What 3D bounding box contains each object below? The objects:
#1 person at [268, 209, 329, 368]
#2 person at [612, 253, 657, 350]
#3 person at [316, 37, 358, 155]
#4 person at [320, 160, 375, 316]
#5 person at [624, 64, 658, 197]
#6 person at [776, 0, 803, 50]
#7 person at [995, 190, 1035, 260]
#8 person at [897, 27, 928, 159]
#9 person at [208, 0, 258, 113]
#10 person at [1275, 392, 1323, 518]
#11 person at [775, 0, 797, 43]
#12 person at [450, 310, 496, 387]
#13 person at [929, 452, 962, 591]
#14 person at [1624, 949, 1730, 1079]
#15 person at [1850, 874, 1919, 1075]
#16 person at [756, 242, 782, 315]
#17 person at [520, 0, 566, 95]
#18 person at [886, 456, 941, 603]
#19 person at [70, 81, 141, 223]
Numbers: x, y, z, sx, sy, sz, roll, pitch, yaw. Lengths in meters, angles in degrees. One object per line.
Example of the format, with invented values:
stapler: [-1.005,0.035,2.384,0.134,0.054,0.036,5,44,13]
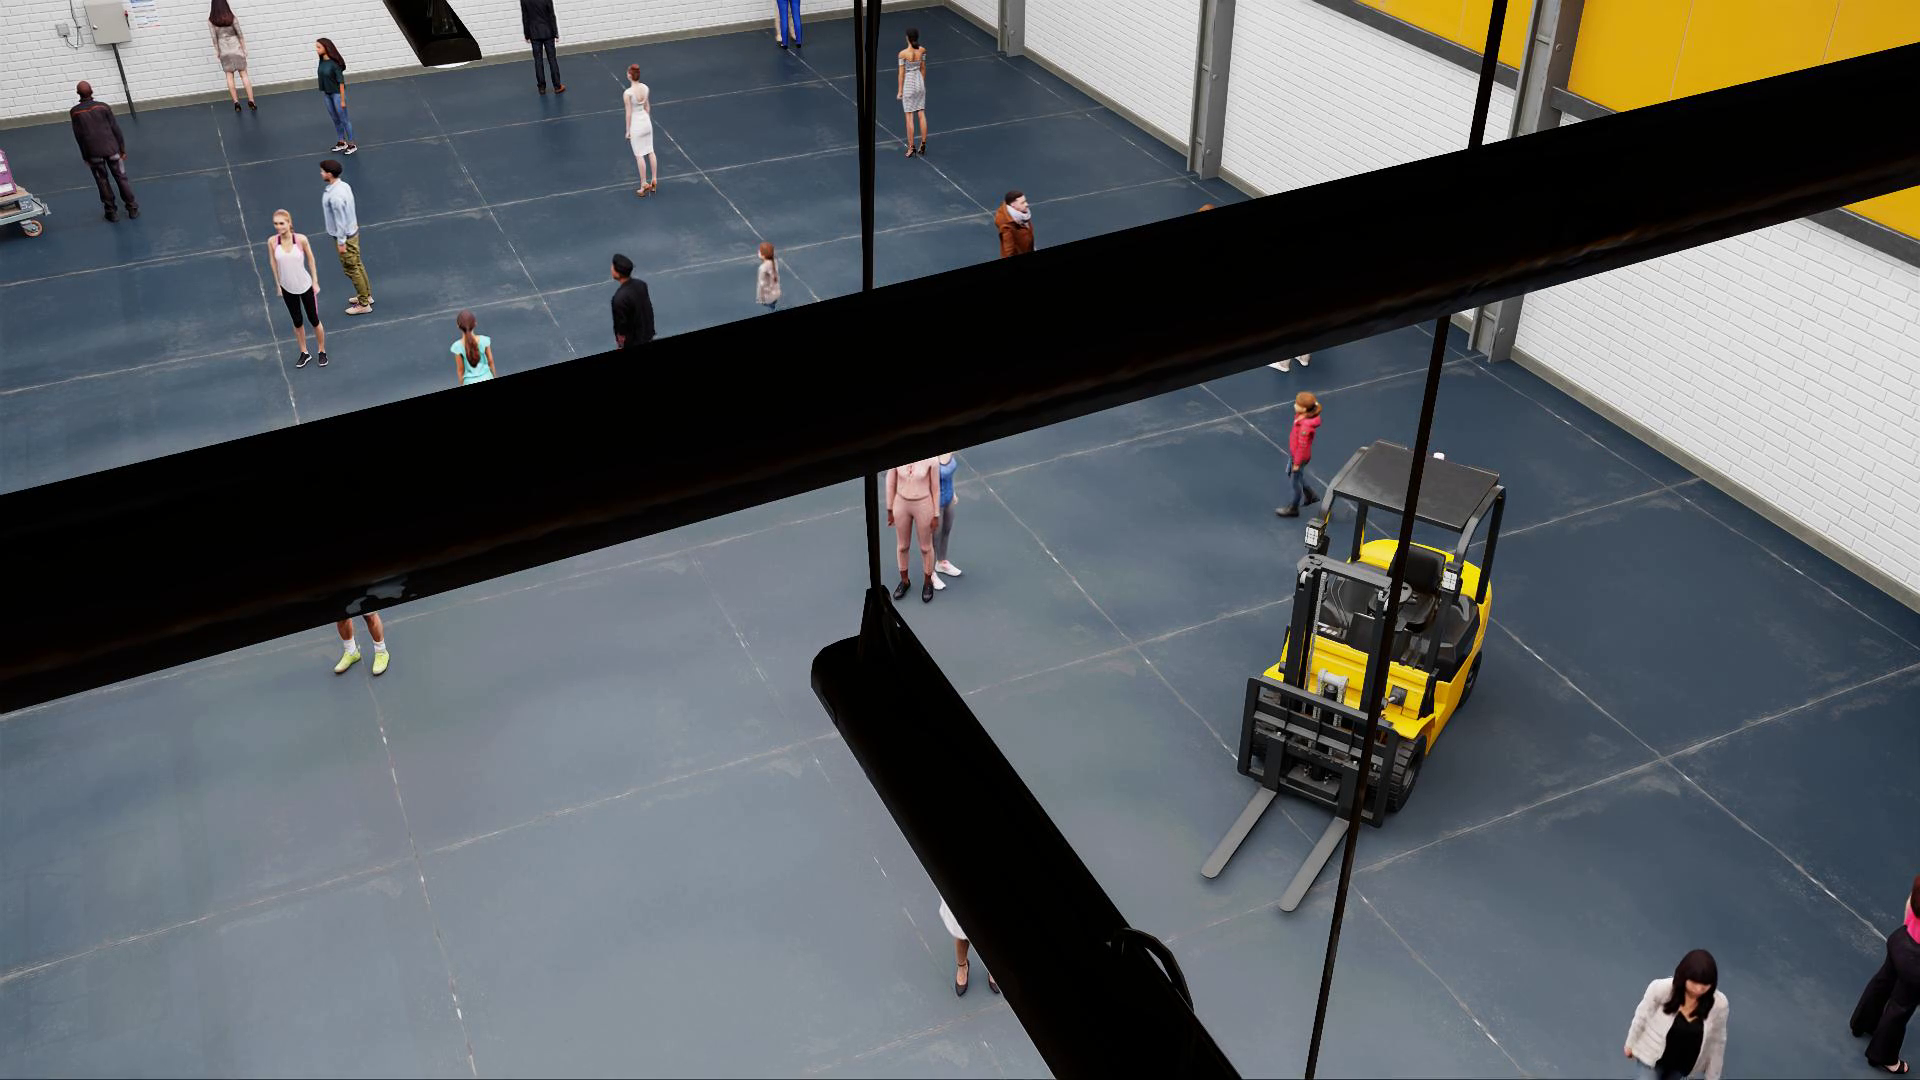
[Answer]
person: [-7.131,-2.724,17.926,0.666,1.787,0.631,-3,34,-4]
person: [-3.232,-2.050,16.899,0.939,1.800,0.881,13,36,18]
person: [-8.791,-6.261,23.400,0.684,1.617,0.768,20,39,27]
person: [-7.030,-3.480,19.041,0.801,1.811,0.615,-5,34,-7]
person: [-4.220,-5.424,21.982,0.611,1.792,0.629,25,41,32]
person: [-2.820,-8.968,27.396,0.647,1.701,0.587,-10,35,-14]
person: [0.592,-2.957,18.229,0.905,1.839,0.822,4,34,6]
person: [-0.643,-6.246,23.192,0.617,1.822,0.556,-18,38,-25]
person: [-10.855,-7.256,24.780,0.618,1.747,0.554,-9,35,-13]
person: [3.221,-0.775,15.424,0.729,1.308,0.683,5,34,7]
person: [-2.944,-9.186,27.728,0.605,1.697,0.547,-15,36,-21]
person: [-4.741,-1.547,16.362,0.556,1.557,0.548,-17,37,-24]
person: [-0.187,-0.336,14.492,0.698,1.610,0.663,20,39,28]
person: [4.098,2.901,9.620,0.941,1.611,1.049,5,34,8]
person: [5.816,2.538,10.125,0.731,1.658,0.634,5,34,8]
person: [-2.066,-2.733,18.481,0.660,1.187,0.601,13,36,19]
person: [-6.414,-7.746,25.469,0.754,1.800,0.727,-1,34,-2]
person: [-0.393,-0.254,14.269,0.703,1.721,0.727,6,34,9]
person: [-10.977,-4.985,21.293,0.707,1.825,0.608,-17,37,-23]
